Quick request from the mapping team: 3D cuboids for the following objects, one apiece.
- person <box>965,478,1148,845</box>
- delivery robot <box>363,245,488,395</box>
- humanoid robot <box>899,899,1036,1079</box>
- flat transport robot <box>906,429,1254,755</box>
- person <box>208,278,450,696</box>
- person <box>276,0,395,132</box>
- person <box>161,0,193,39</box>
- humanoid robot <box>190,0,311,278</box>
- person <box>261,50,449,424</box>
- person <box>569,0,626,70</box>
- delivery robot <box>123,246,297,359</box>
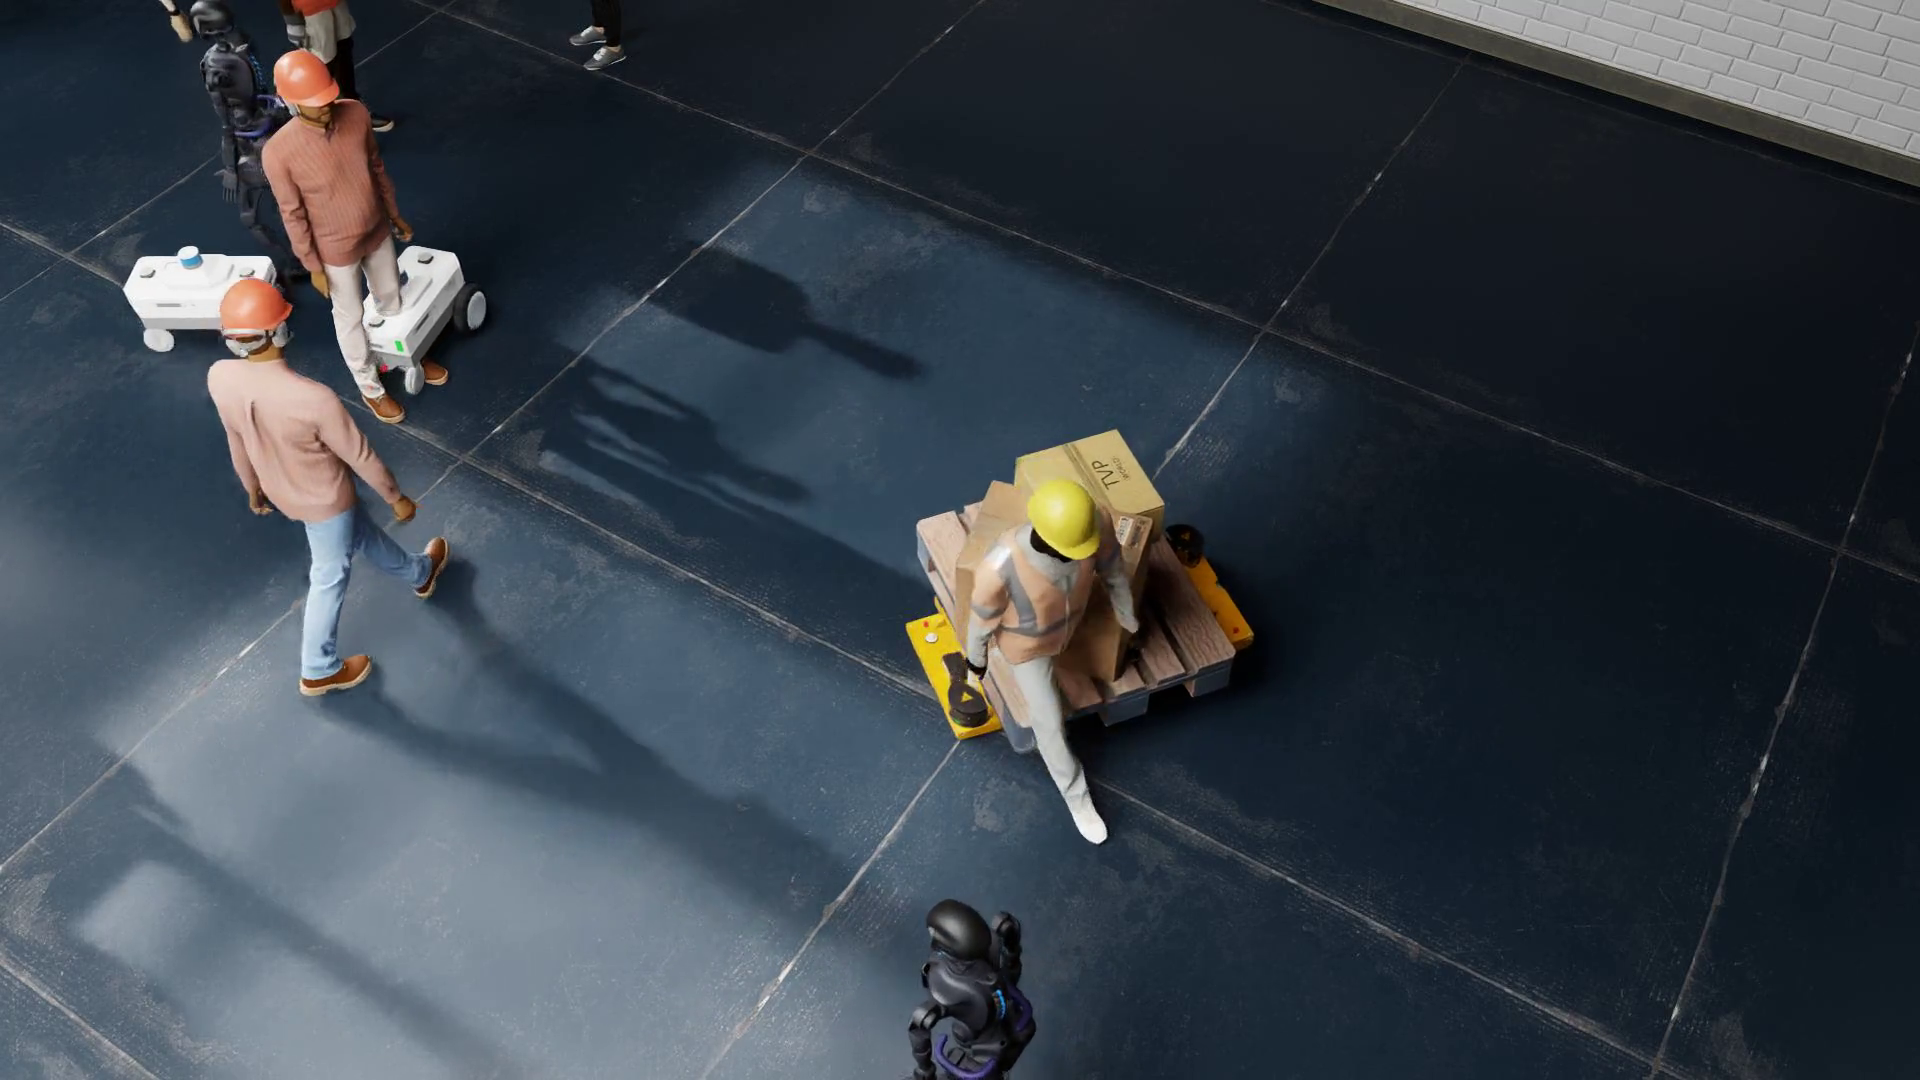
[{"bbox_3d":[0.318,0.316,6.487,0.671,1.858,1.003,-32,56,-25],"label":"person"},{"bbox_3d":[-2.859,-1.193,8.681,0.499,0.614,0.803,12,50,10],"label":"delivery robot"},{"bbox_3d":[0.053,1.663,5.433,0.349,1.647,0.597,30,55,23],"label":"humanoid robot"},{"bbox_3d":[0.538,0.396,7.470,1.431,0.231,0.659,-17,51,-14],"label":"flat transport robot"},{"bbox_3d":[-2.663,-0.215,6.911,0.690,1.925,0.999,22,53,18],"label":"person"},{"bbox_3d":[-3.634,-3.093,9.401,0.380,1.955,0.628,11,50,9],"label":"person"},{"bbox_3d":[-5.238,-4.132,10.380,0.503,1.840,0.929,-25,53,-20],"label":"person"},{"bbox_3d":[-3.708,-2.085,8.707,0.374,1.645,0.600,2,49,2],"label":"humanoid robot"},{"bbox_3d":[-2.891,-1.443,7.932,0.379,1.995,0.608,26,54,21],"label":"person"},{"bbox_3d":[-2.304,-3.705,10.065,0.450,1.757,0.752,-17,51,-14],"label":"person"},{"bbox_3d":[-3.941,-1.277,8.746,0.803,0.601,0.499,0,49,0],"label":"delivery robot"}]
